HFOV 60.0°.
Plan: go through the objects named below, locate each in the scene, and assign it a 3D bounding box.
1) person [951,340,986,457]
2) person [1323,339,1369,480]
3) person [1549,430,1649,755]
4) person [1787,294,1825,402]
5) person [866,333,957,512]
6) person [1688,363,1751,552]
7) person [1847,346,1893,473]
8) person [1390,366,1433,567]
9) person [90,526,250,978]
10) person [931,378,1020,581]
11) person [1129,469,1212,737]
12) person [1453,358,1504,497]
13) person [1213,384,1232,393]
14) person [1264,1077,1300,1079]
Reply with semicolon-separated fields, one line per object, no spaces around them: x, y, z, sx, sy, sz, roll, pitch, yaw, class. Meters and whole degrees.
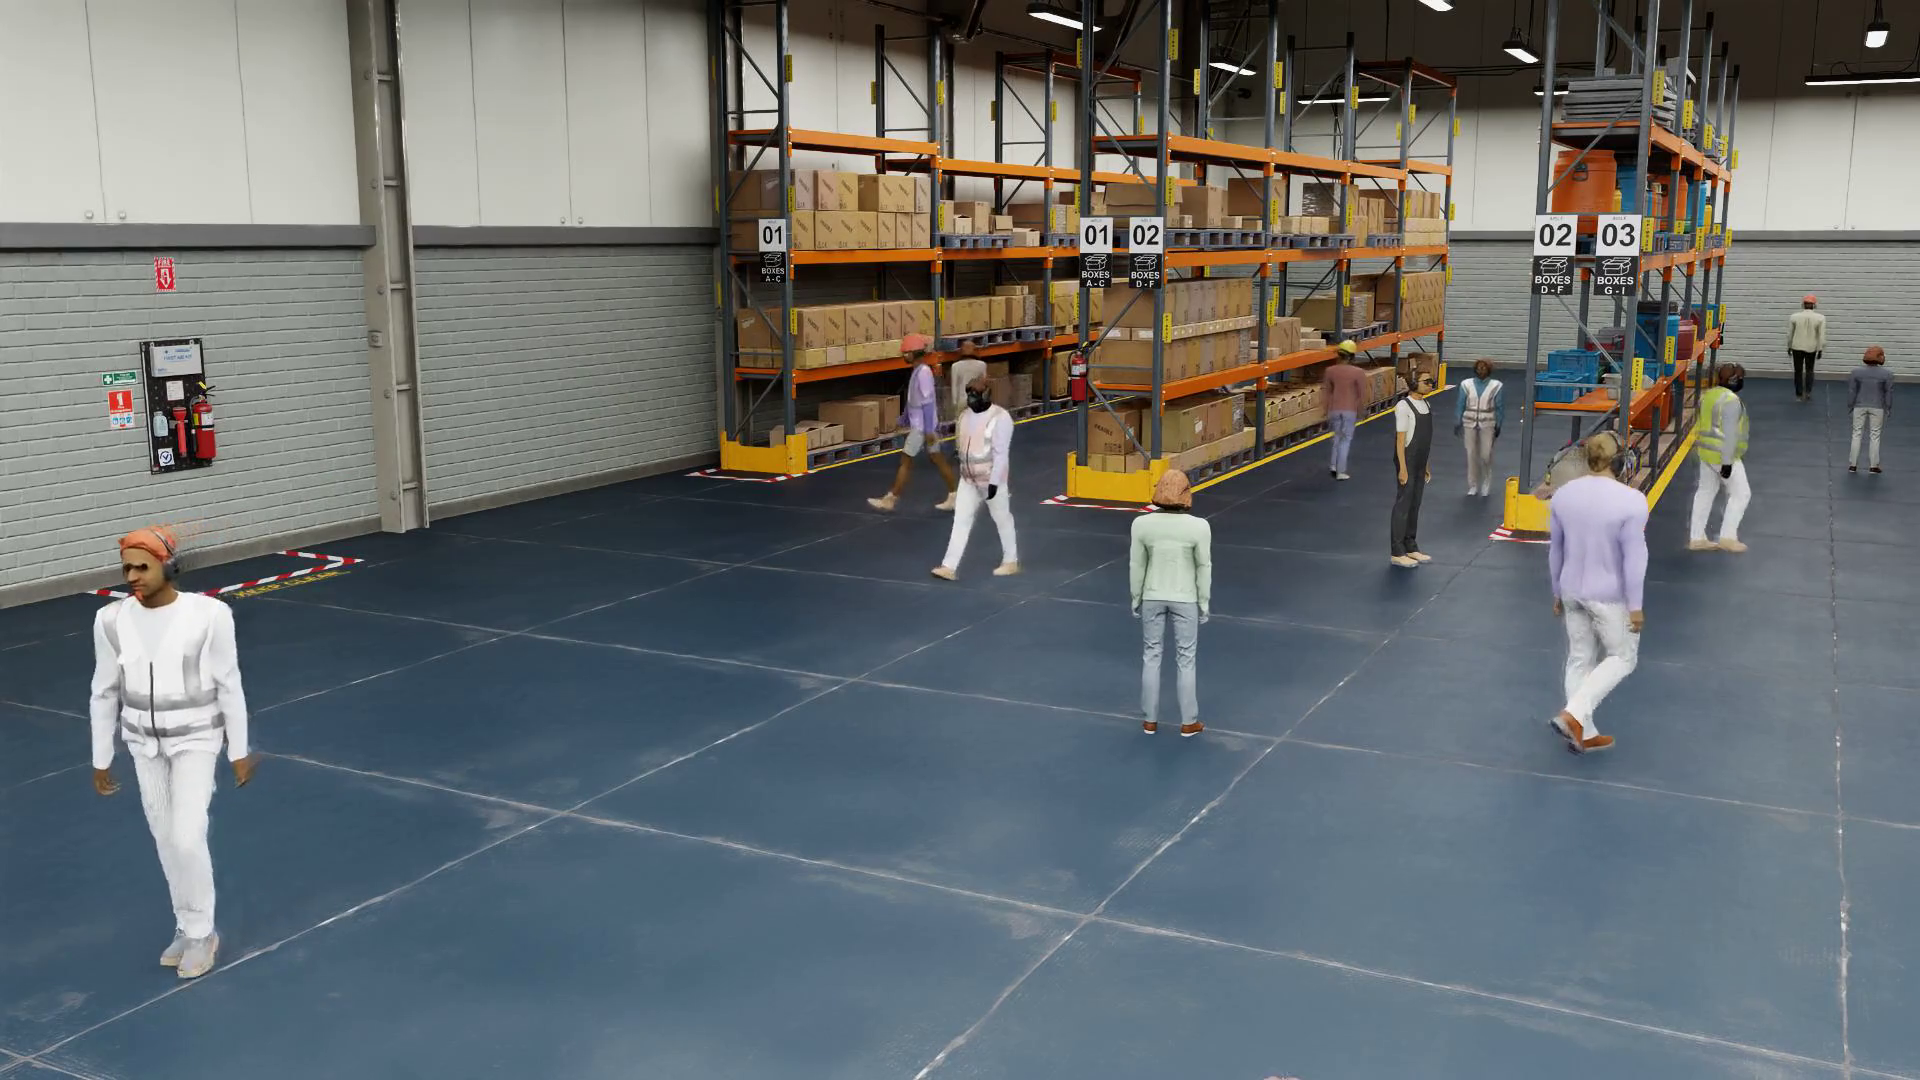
0.100;-1.903;22.630;0.509;1.616;0.652;-2;11;-10;person
4.815;-1.617;20.715;0.528;1.749;0.506;8;13;39;person
3.649;0.329;9.608;0.508;1.928;0.648;-6;12;-29;person
15.524;-3.534;30.582;0.611;1.961;0.762;4;11;23;person
-0.460;-1.273;18.228;1.089;1.977;0.606;0;10;1;person
7.365;-0.786;15.959;0.651;1.820;0.651;0;10;2;person
11.641;-1.668;21.295;0.509;1.632;0.269;8;13;37;person
4.182;-0.680;15.330;0.345;1.847;0.508;9;14;40;person
-3.259;0.875;6.790;0.600;1.862;0.580;1;10;4;person
0.172;-0.529;14.656;0.621;1.792;0.964;9;14;40;person
1.278;0.382;10.115;0.500;1.634;0.286;4;11;20;person
6.022;-1.304;19.350;0.520;1.623;0.507;5;12;26;person
4.095;-2.656;26.022;0.596;1.871;0.484;4;11;22;person
0.454;1.683;2.436;0.661;1.854;1.017;4;11;19;person
